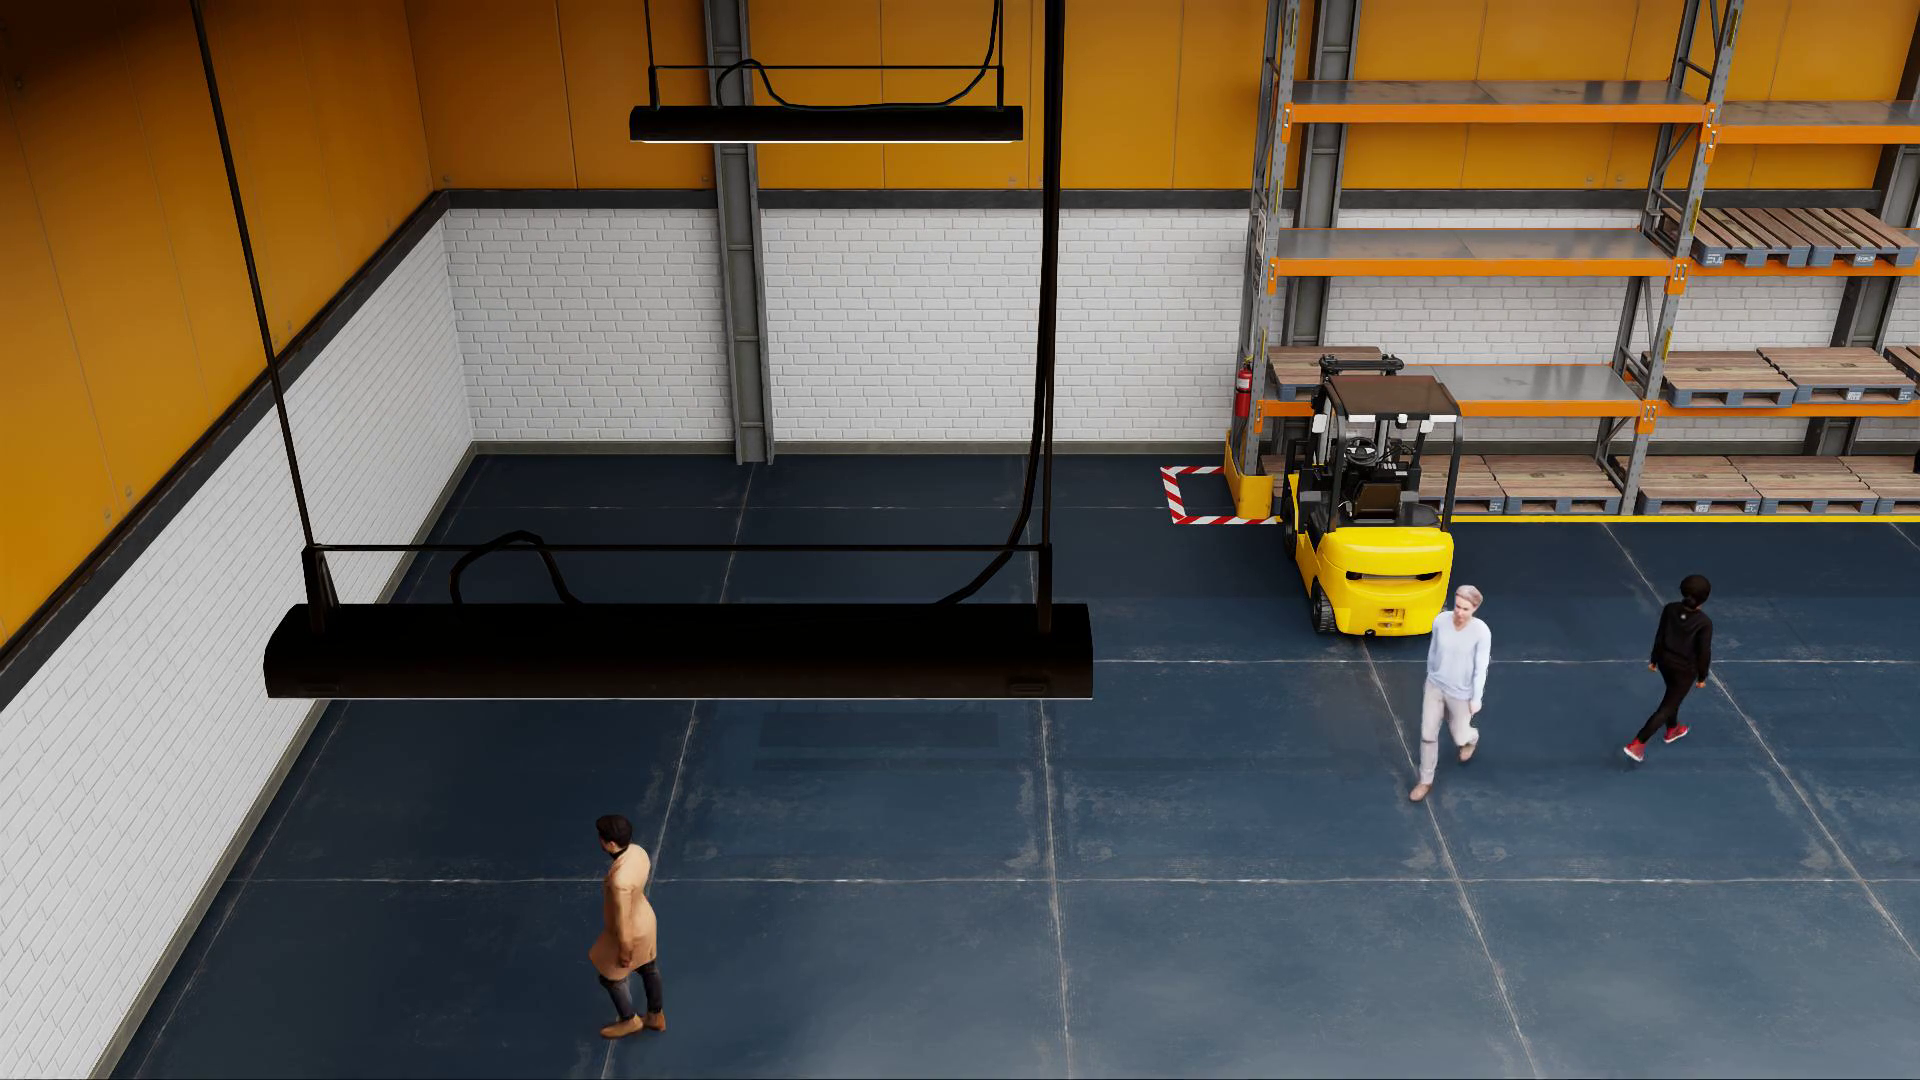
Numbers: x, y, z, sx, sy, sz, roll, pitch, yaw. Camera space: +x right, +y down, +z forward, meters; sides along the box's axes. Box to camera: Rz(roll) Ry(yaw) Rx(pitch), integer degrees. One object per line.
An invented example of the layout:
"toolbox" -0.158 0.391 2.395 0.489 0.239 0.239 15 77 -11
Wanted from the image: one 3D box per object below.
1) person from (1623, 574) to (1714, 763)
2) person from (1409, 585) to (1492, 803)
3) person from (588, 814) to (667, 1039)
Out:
"person" 5.711 1.057 13.339 1.172 1.643 0.987 -17 33 -28
"person" 3.856 1.140 12.952 1.107 1.867 1.123 23 36 35
"person" -2.028 2.486 10.639 0.693 1.719 0.718 3 29 6
